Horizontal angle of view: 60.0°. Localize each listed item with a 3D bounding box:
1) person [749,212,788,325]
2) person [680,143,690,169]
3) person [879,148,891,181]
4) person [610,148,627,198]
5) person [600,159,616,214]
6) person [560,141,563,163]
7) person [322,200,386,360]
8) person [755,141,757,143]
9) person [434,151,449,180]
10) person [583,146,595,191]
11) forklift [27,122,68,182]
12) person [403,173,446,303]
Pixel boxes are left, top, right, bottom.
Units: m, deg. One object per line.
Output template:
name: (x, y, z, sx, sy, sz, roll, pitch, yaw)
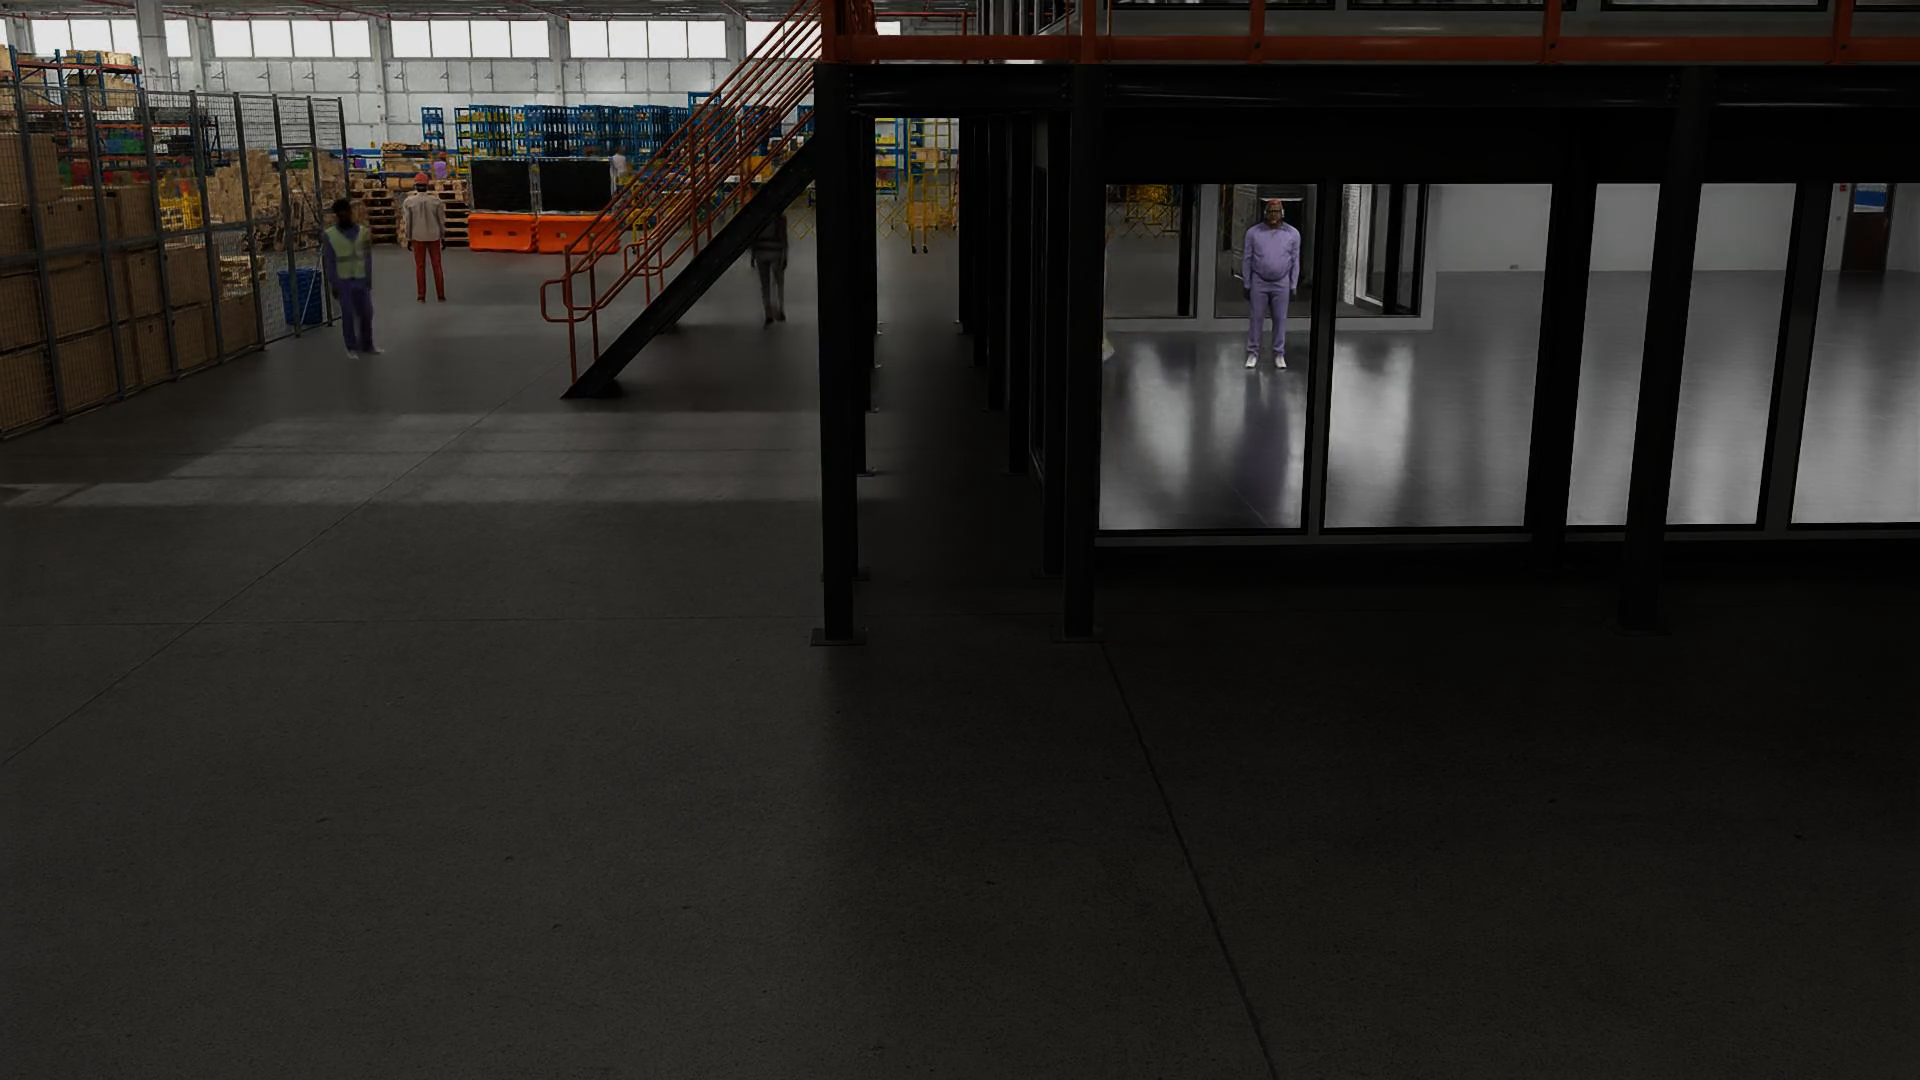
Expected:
person: (-2.661, -3.964, 23.248, 0.576, 1.858, 0.756, 0, 14, 1)
person: (-13.876, -19.223, 84.287, 0.590, 1.834, 0.404, -5, 15, -21)
person: (-3.187, -15.593, 69.928, 0.543, 1.752, 0.485, -9, 17, -31)
person: (-12.922, -13.894, 62.933, 0.966, 1.863, 0.635, 13, 19, 42)
person: (-9.621, -9.486, 45.394, 0.589, 1.822, 0.403, 13, 19, 42)
person: (-21.757, -20.914, 91.036, 0.389, 1.838, 0.563, -3, 14, -12)
person: (-7.174, -3.051, 19.568, 0.448, 1.873, 0.629, 11, 18, 38)
person: (-10.596, -19.542, 85.320, 0.684, 1.946, 0.426, -10, 17, -36)
person: (-16.528, -11.433, 53.048, 0.543, 1.901, 0.973, 4, 15, 16)
person: (-12.751, -12.683, 57.834, 1.029, 2.003, 0.617, -2, 14, -10)
forklift: (-35.376, -14.773, 64.377, 1.129, 2.768, 1.873, -1, 14, -2)
person: (-8.326, -4.705, 25.933, 0.617, 1.994, 0.381, -6, 15, -21)
